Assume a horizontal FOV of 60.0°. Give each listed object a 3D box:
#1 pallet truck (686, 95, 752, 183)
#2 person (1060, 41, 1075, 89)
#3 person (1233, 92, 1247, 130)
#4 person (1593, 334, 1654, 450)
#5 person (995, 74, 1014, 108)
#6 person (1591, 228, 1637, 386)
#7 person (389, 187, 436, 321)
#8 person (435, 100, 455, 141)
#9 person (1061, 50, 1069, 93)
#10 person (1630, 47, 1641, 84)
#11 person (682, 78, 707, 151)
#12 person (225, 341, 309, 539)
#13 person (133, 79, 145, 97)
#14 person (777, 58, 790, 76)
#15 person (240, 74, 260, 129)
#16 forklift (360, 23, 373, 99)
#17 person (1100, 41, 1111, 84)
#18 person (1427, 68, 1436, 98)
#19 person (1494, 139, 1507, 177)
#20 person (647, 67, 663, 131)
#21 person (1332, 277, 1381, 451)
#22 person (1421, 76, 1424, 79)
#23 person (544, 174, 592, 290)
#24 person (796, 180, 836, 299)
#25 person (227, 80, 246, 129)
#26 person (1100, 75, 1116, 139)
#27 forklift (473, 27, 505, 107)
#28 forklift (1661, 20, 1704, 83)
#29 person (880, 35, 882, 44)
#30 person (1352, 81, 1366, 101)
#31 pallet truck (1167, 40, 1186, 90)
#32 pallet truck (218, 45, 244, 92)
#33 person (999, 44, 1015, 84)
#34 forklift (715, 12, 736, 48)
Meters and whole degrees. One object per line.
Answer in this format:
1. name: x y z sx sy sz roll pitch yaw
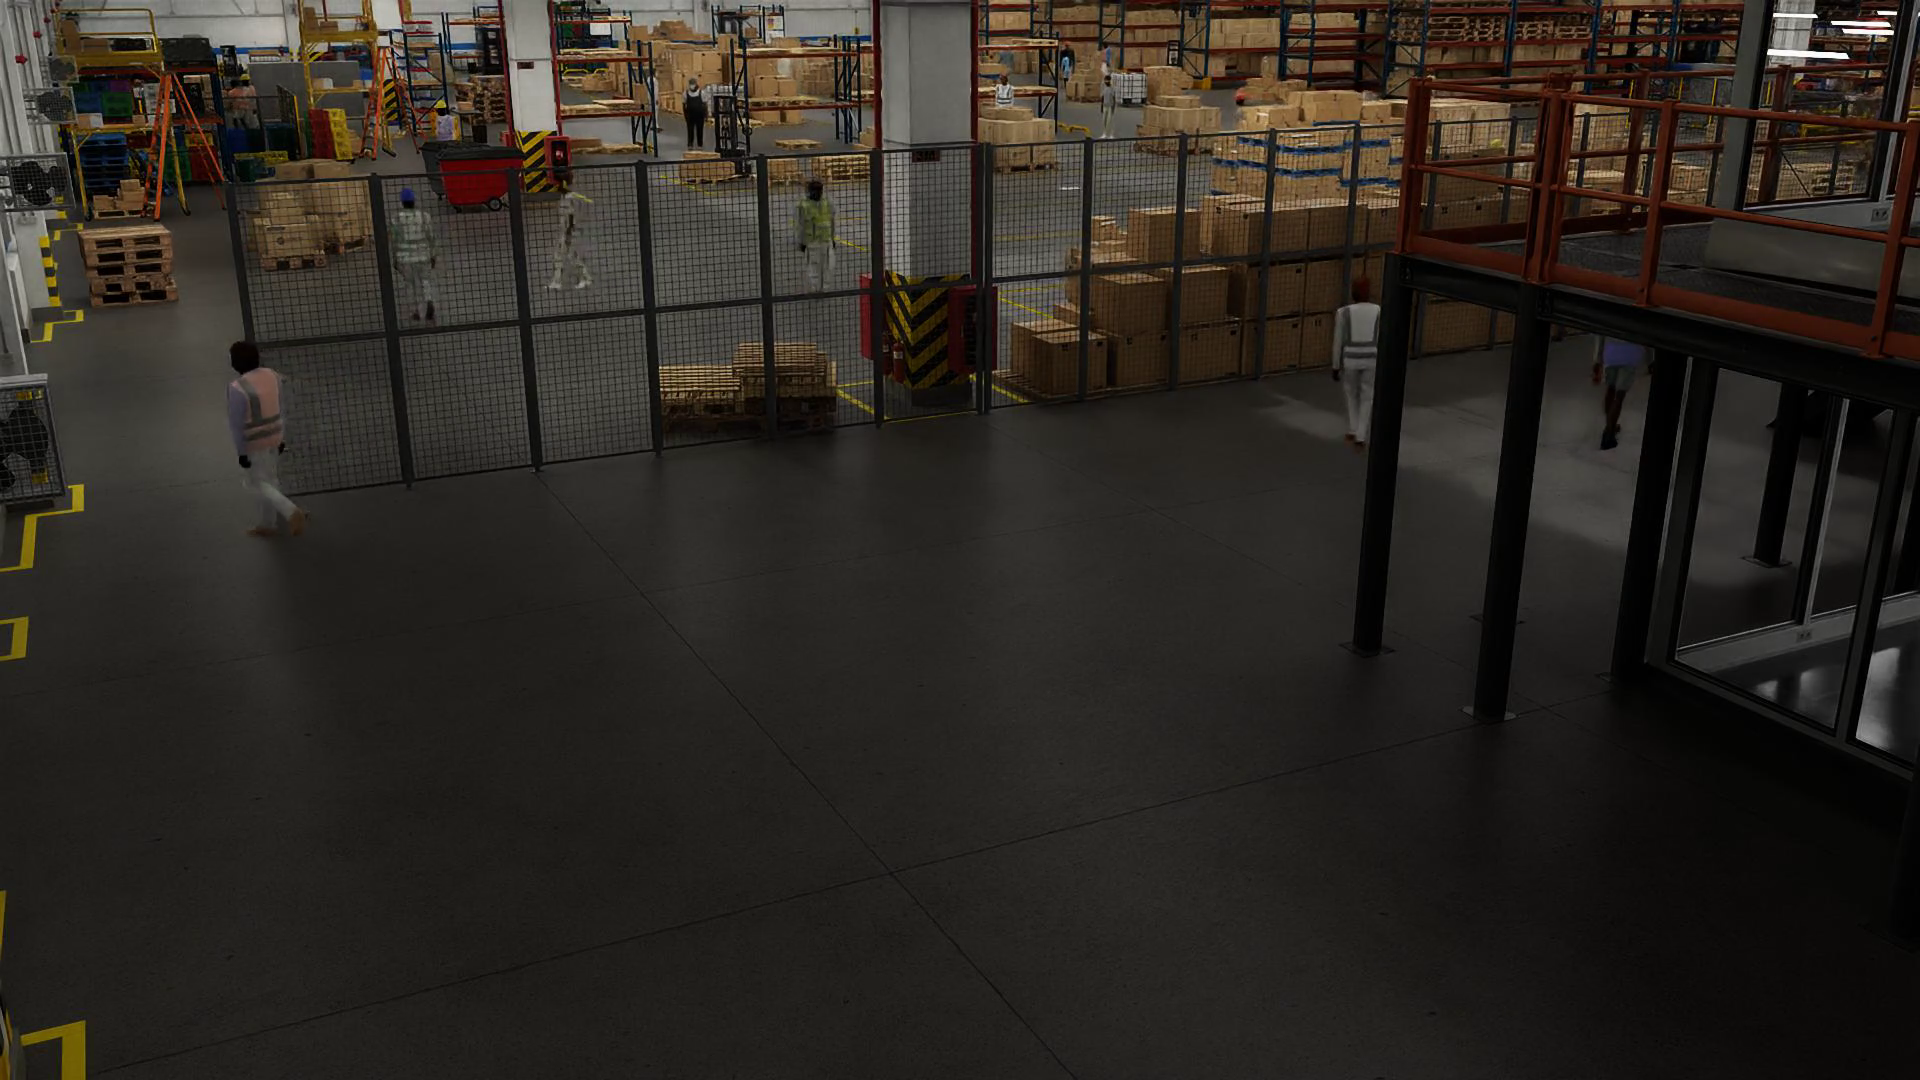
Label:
1. pallet truck: -5.836 -9.608 39.856 0.823 1.965 1.885 10 22 27
2. person: 4.533 -20.015 70.098 0.649 1.939 1.004 3 19 9
3. person: 7.126 -10.380 42.199 0.547 1.925 0.571 -4 19 -11
4. person: 7.140 -1.954 17.818 0.889 1.901 0.571 -18 26 -41
5. person: 1.318 -12.966 49.763 0.579 1.883 0.352 7 20 19
6. person: 8.020 -2.853 20.282 0.613 1.991 0.392 11 22 29
7. person: -7.878 -4.097 23.980 0.613 1.930 0.573 -10 21 -26
8. person: -12.240 -9.465 39.548 0.585 1.927 0.366 12 22 31
9. person: 4.309 -19.196 68.100 0.317 1.697 0.540 8 20 21
10. person: 28.786 -20.214 71.078 0.536 1.685 0.442 10 21 26
11. person: -7.380 -11.868 46.340 0.691 2.000 1.024 -2 19 -7
12. person: -6.153 -0.864 14.764 0.664 1.830 0.624 5 20 14
13. person: -25.351 -13.404 51.418 0.523 1.632 0.313 6 20 17
14. person: -6.769 -17.742 63.611 1.025 1.883 0.658 18 26 41
15. person: -21.042 -12.823 49.280 0.594 1.924 0.382 17 26 41
16. forklift: -22.870 -18.762 65.057 1.873 2.768 1.129 -10 22 -28
17. person: 6.391 -20.986 73.087 0.434 1.830 0.653 -7 20 -19
18. person: 16.110 -15.372 57.105 0.521 1.640 0.307 -17 25 -40
19. person: 10.573 -7.044 32.837 0.508 1.709 0.798 10 22 28
20. person: -9.594 -13.807 52.125 0.371 1.935 0.627 -10 21 -27
21. person: 4.258 -1.869 17.641 0.636 1.842 0.576 4 19 11
22. person: 14.145 -13.287 50.896 0.534 1.742 0.624 -7 20 -20
23. person: -6.301 -4.899 26.499 0.794 1.818 0.576 -12 22 -30
24. person: -2.189 -4.621 25.653 0.658 1.828 0.480 -10 22 -28
25. person: -21.894 -13.081 50.396 0.394 1.673 0.542 16 25 39
26. person: 4.428 -12.945 49.743 0.531 1.860 0.332 15 24 37
27. forklift: -16.997 -17.308 60.842 1.129 2.768 1.873 11 22 29
28. forklift: 30.268 -20.118 68.990 1.873 2.768 1.129 -8 21 -22
29. person: -3.789 -23.909 81.493 0.538 1.893 0.820 4 20 13
30. person: 11.333 -11.932 46.755 0.953 1.910 0.670 7 20 20
31. pallet truck: 9.045 -19.971 69.895 0.823 1.965 1.885 -3 19 -8
32. pallet truck: -28.879 -18.665 66.111 0.823 1.965 1.885 -3 19 -9
33. person: 1.945 -19.595 68.946 0.693 1.909 0.613 2 19 7
34. forklift: -11.409 -24.515 81.734 1.873 2.768 1.129 15 24 37
